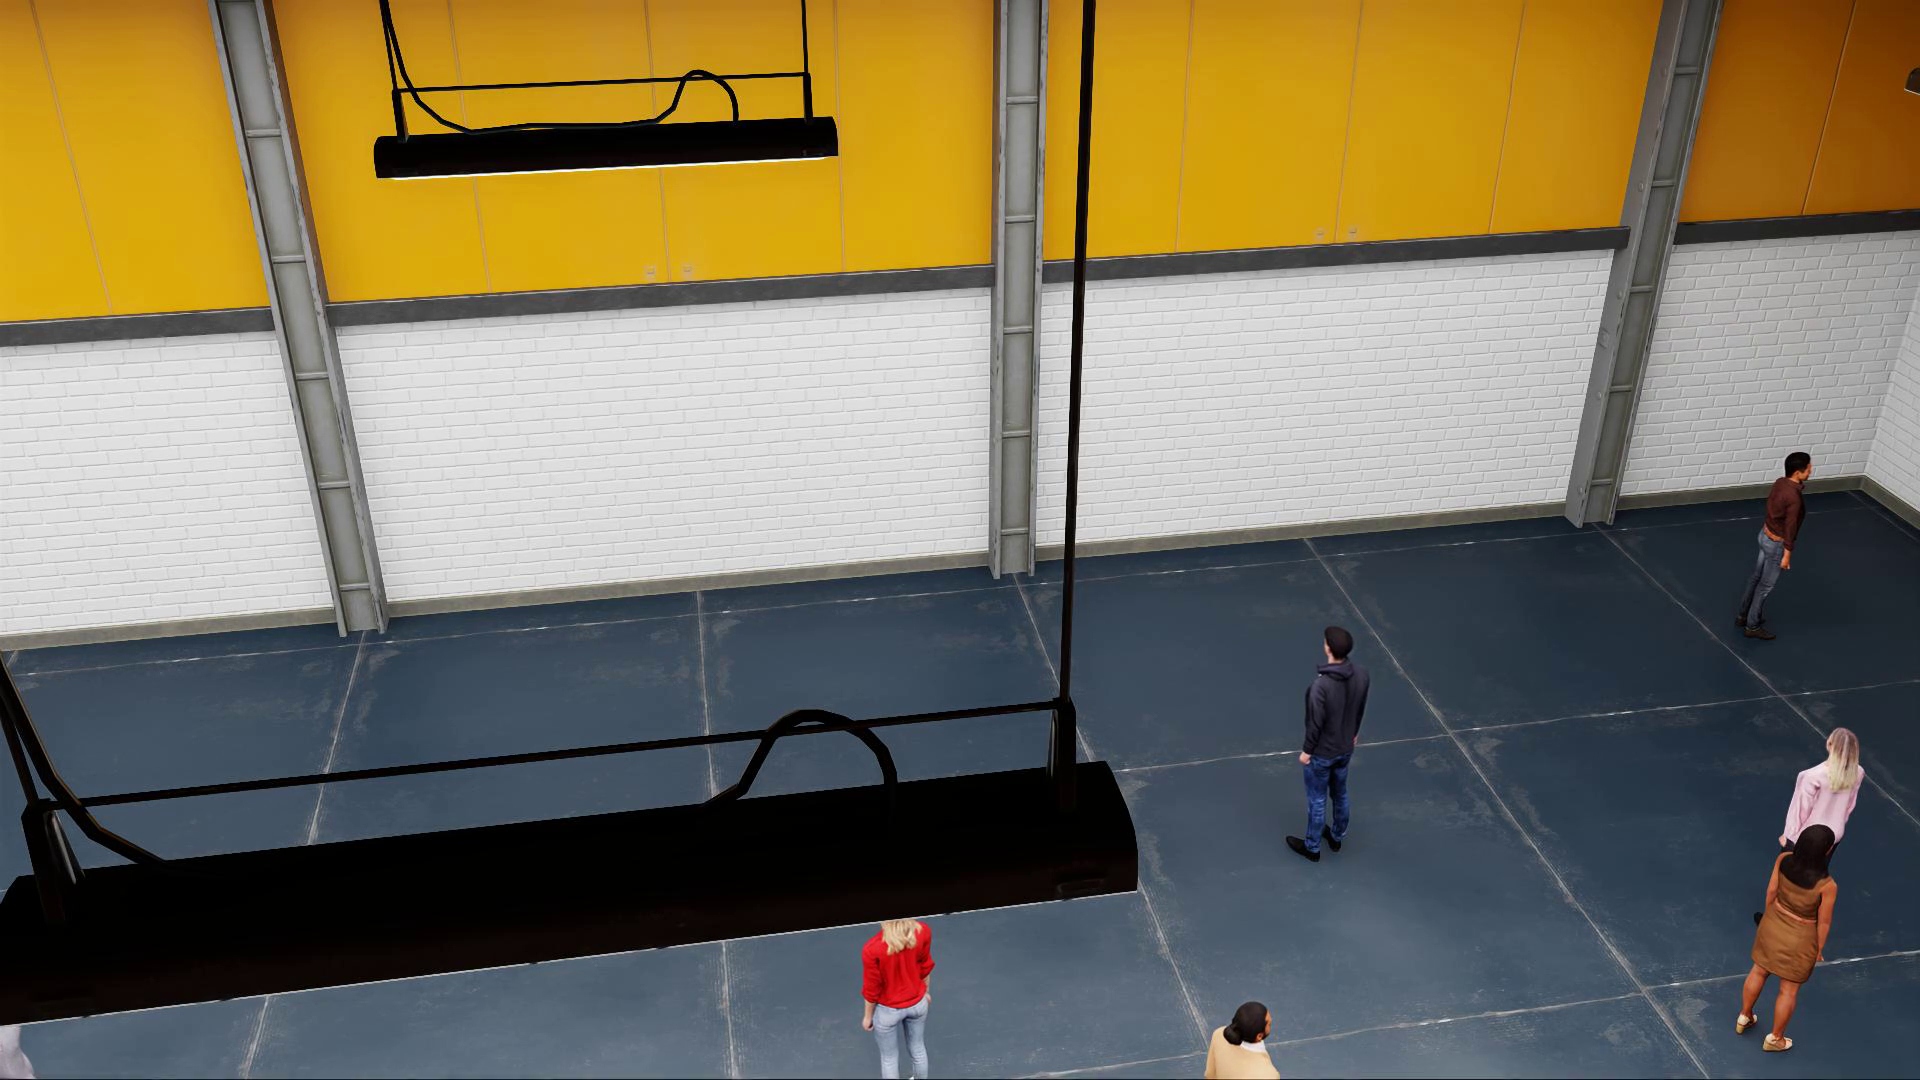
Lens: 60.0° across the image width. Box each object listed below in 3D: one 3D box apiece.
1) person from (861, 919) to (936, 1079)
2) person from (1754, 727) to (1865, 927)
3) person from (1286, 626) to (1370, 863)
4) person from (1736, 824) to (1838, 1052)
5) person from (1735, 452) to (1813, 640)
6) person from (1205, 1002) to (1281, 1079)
[{"bbox_3d":[-0.363,2.728,9.778,0.565,1.703,0.742,-16,32,-26],"label":"person"},{"bbox_3d":[5.744,1.974,11.176,0.471,1.688,0.658,-6,29,-10],"label":"person"},{"bbox_3d":[2.648,1.464,11.900,0.648,1.892,0.812,-17,33,-28],"label":"person"},{"bbox_3d":[5.135,2.452,10.299,0.620,1.690,0.630,-16,32,-27],"label":"person"},{"bbox_3d":[7.174,0.028,14.648,0.614,1.779,0.704,3,29,5],"label":"person"},{"bbox_3d":[1.509,3.161,8.931,0.735,1.754,0.744,-18,33,-30],"label":"person"}]
